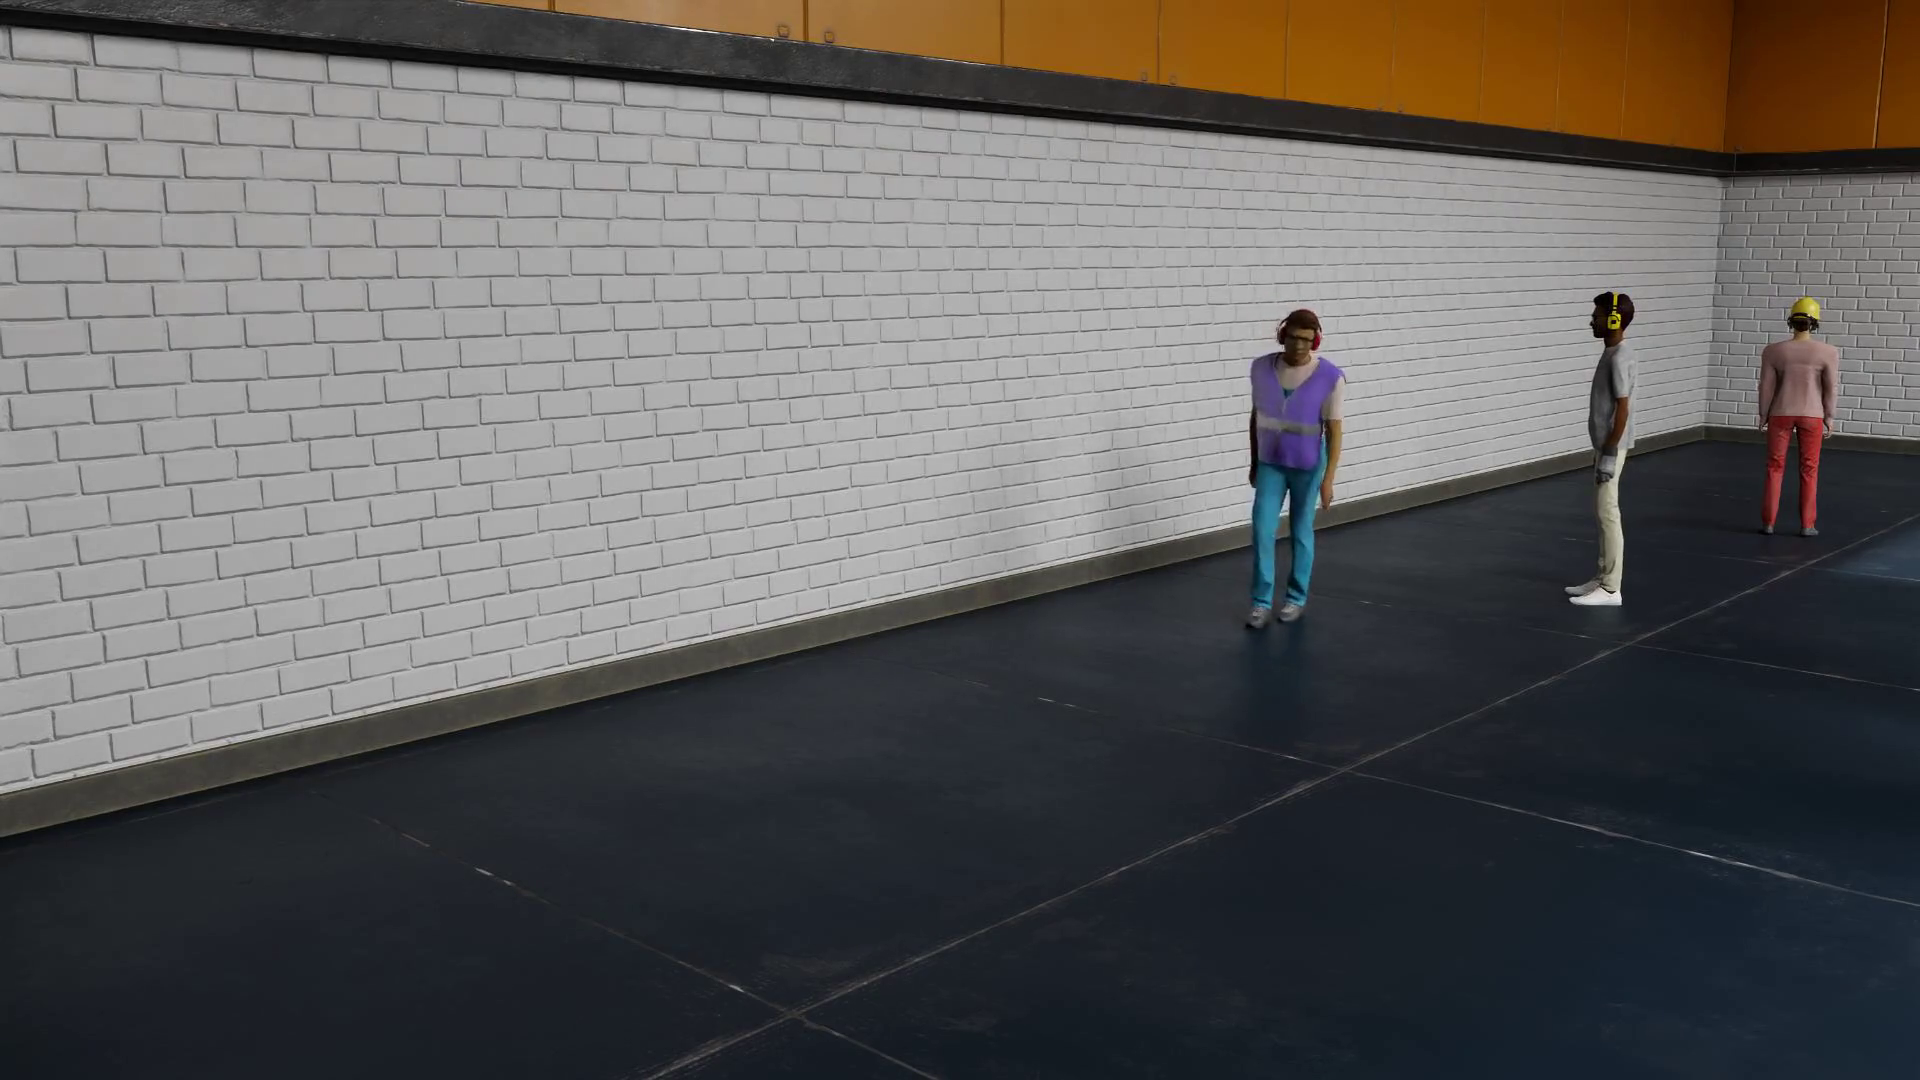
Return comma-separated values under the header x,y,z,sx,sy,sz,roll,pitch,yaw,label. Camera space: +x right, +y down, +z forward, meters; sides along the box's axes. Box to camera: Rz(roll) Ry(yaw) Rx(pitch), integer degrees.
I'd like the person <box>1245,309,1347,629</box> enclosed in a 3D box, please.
x,y,z,sx,sy,sz,roll,pitch,yaw,label
1.856,-0.387,9.284,0.597,1.788,0.692,6,12,31,person

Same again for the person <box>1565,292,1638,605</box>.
x,y,z,sx,sy,sz,roll,pitch,yaw,label
3.852,-0.540,9.942,0.321,1.871,0.532,3,10,17,person

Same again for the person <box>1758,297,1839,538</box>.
x,y,z,sx,sy,sz,roll,pitch,yaw,label
6.169,-0.898,12.276,0.525,1.769,0.314,5,11,29,person
